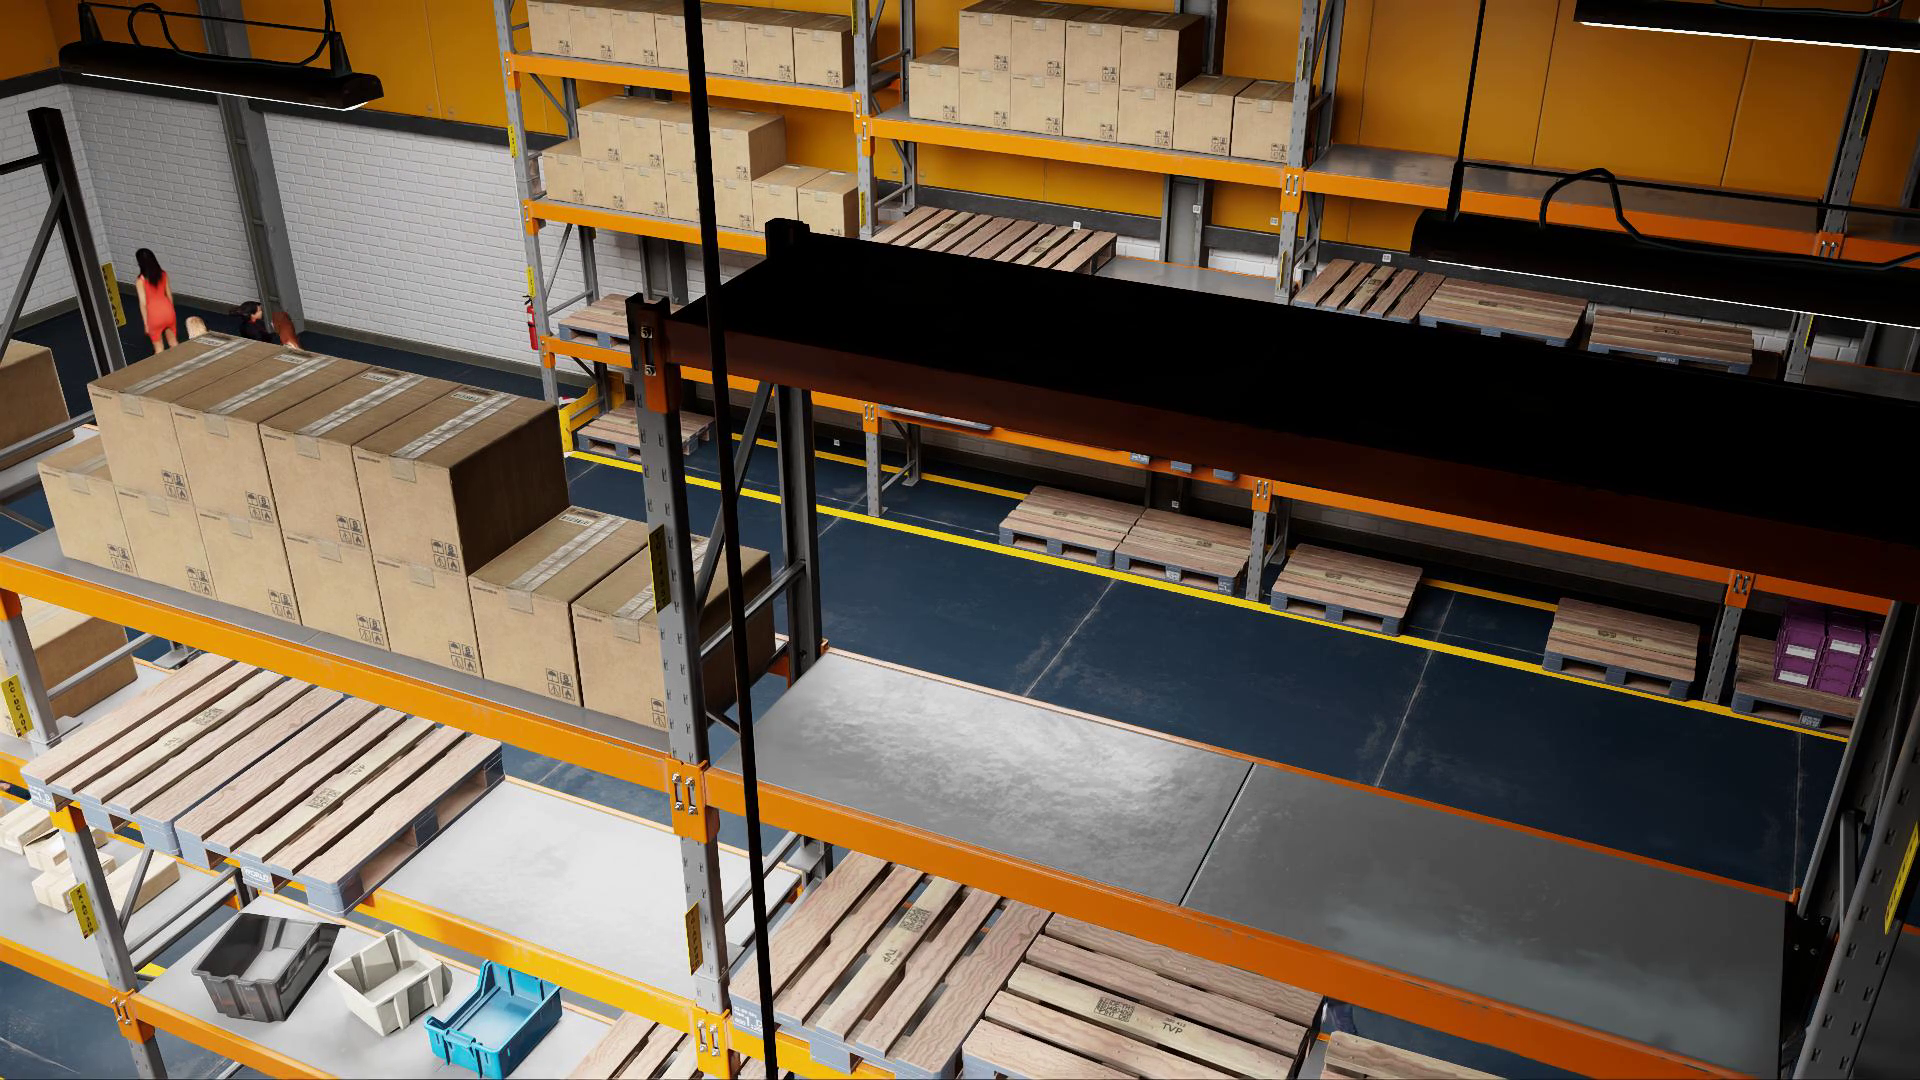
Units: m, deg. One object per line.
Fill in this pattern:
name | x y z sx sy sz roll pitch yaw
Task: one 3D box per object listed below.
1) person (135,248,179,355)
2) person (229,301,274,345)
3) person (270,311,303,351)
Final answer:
person | -9.412 -2.613 19.607 0.564 1.719 0.598 17 33 28
person | -7.664 -1.848 18.288 0.723 1.640 0.649 -25 37 -37
person | -6.983 -1.628 17.842 1.211 1.681 0.994 -4 29 -7
